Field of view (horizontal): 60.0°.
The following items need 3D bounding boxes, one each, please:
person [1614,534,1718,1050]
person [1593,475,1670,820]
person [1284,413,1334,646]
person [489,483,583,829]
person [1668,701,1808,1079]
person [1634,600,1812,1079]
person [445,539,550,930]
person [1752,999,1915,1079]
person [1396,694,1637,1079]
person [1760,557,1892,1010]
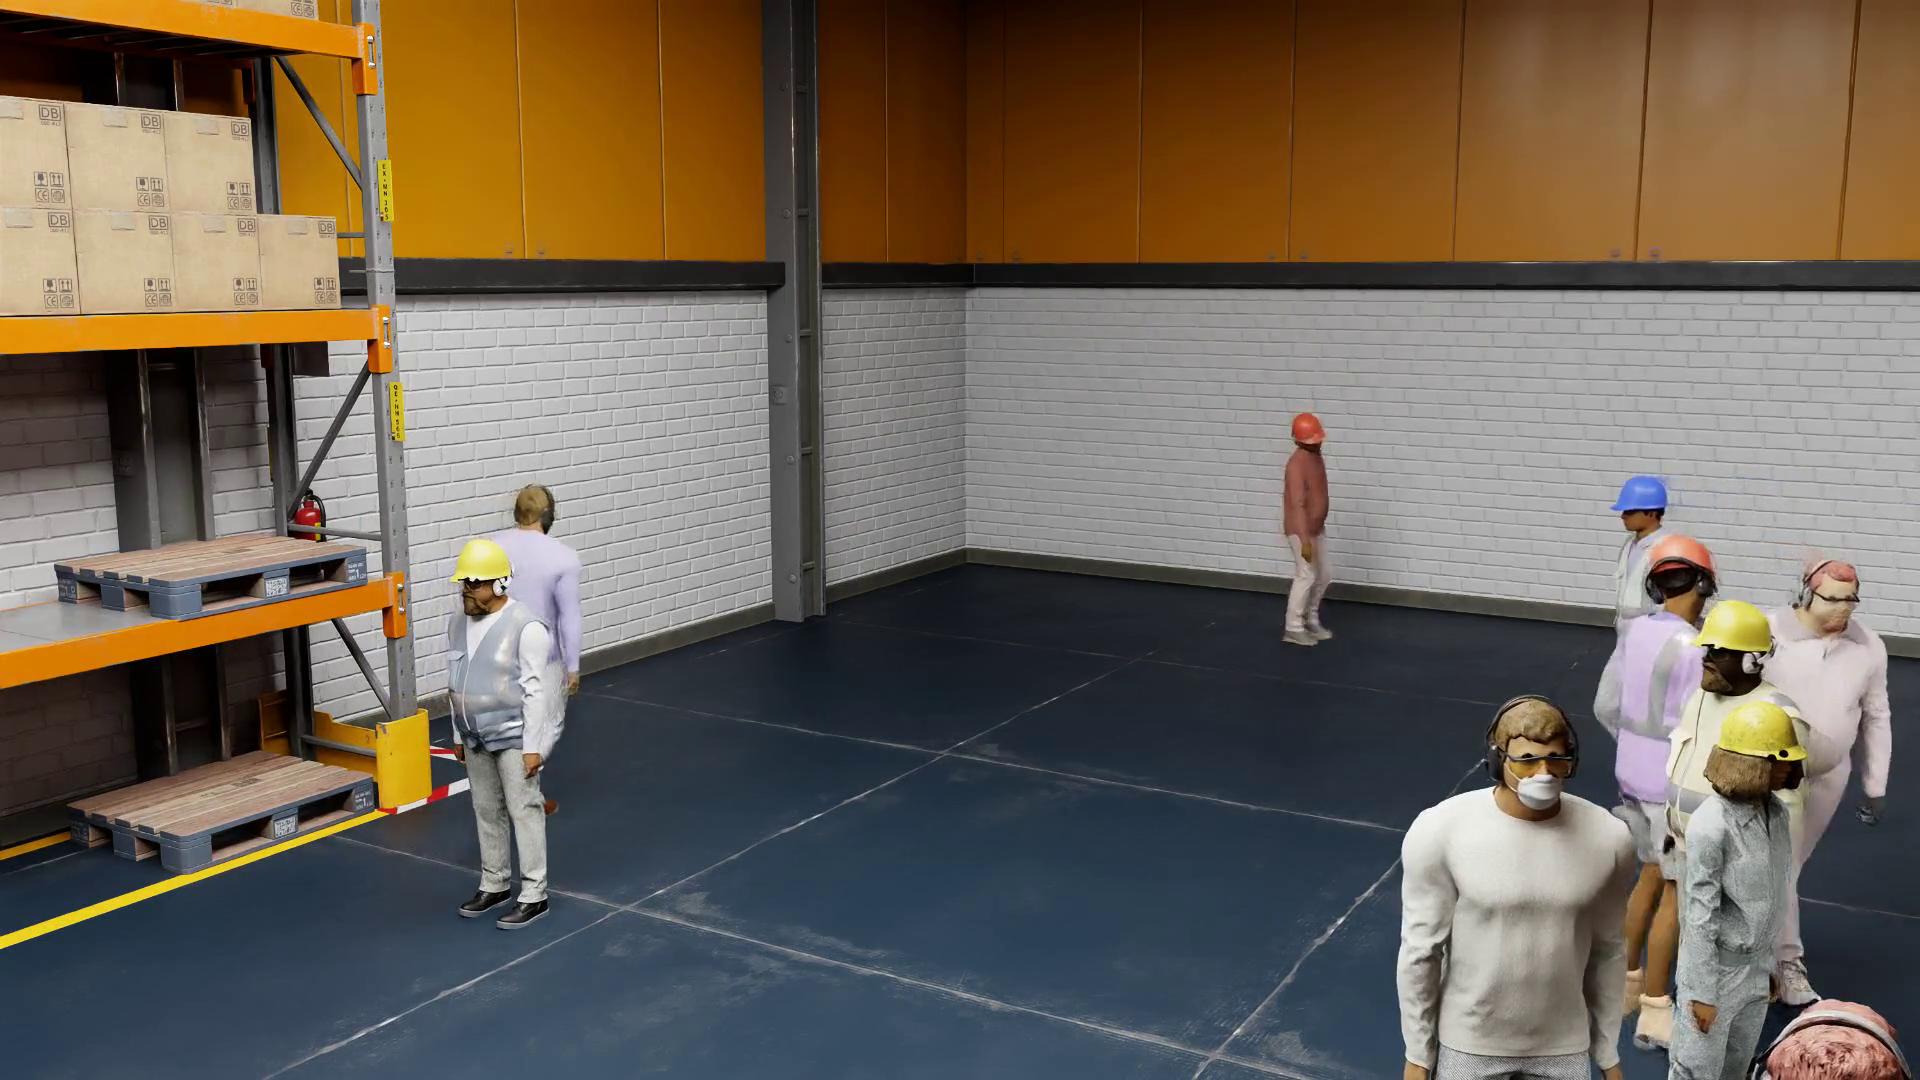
[{"bbox_3d":[2.846,0.988,6.632,0.427,1.987,0.786,0,9,0],"label":"person"},{"bbox_3d":[3.780,0.606,9.191,0.442,1.933,0.623,-1,9,-7],"label":"person"},{"bbox_3d":[2.808,-0.080,13.467,0.432,1.928,0.701,6,11,33],"label":"person"},{"bbox_3d":[-2.359,0.659,8.968,0.638,1.907,0.659,2,9,15],"label":"person"},{"bbox_3d":[2.403,1.345,5.147,0.484,1.745,0.307,-7,11,-37],"label":"person"},{"bbox_3d":[2.851,1.126,6.234,0.404,1.835,0.587,-2,9,-15],"label":"person"},{"bbox_3d":[-2.159,0.894,7.735,0.585,1.824,0.405,5,10,30],"label":"person"},{"bbox_3d":[1.358,1.666,2.687,0.636,1.899,0.402,7,12,39],"label":"person"},{"bbox_3d":[1.482,1.358,4.461,0.627,1.940,0.372,0,9,-3],"label":"person"},{"bbox_3d":[3.548,1.003,6.927,0.655,1.854,0.981,0,9,0],"label":"person"}]
